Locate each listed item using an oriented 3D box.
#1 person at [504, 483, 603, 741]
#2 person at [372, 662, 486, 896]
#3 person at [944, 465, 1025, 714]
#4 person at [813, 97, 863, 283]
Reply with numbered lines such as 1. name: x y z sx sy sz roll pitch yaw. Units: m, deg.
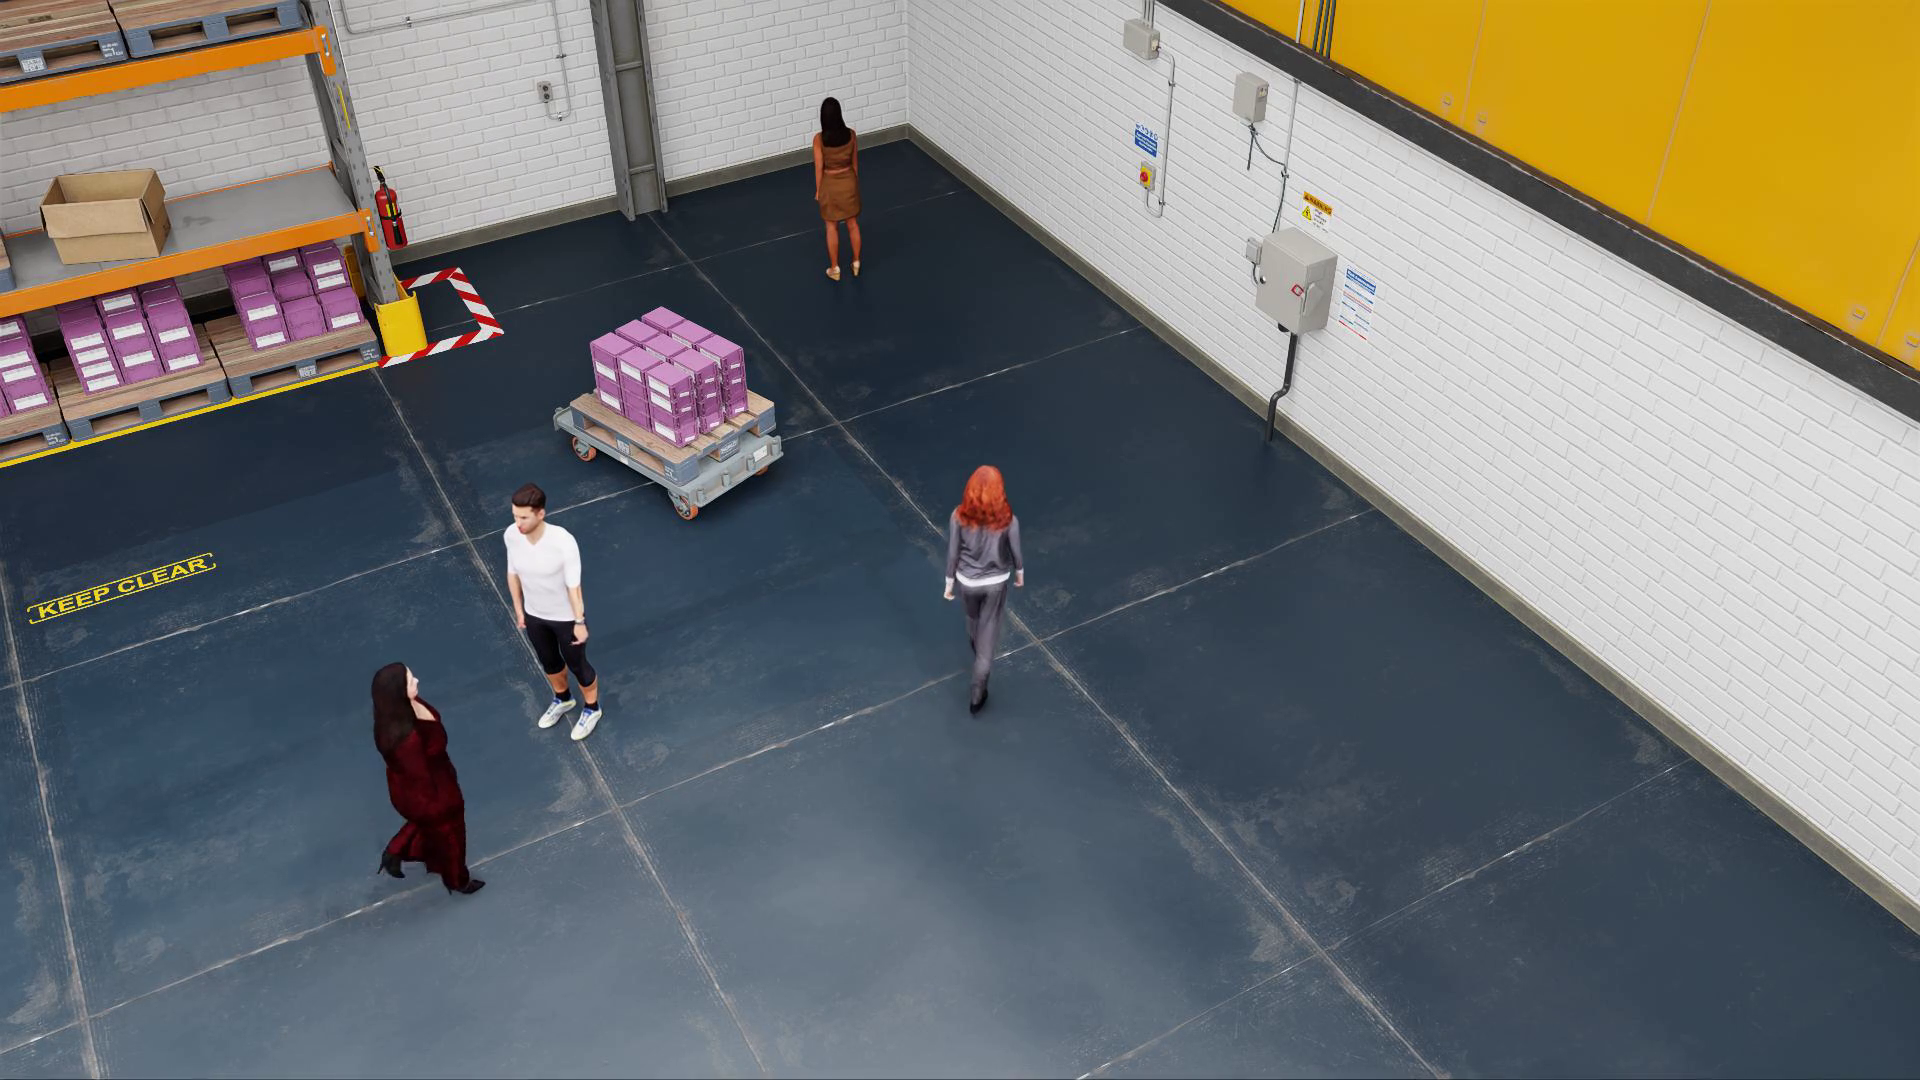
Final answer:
1. person: -2.459 0.416 10.079 0.738 1.848 0.783 12 40 15
2. person: -2.981 1.358 8.982 0.789 1.746 0.689 -16 41 -19
3. person: 0.122 0.350 10.247 1.052 1.742 1.076 6 39 8
4. person: -1.066 -3.064 14.567 0.467 1.686 0.629 -16 41 -19
